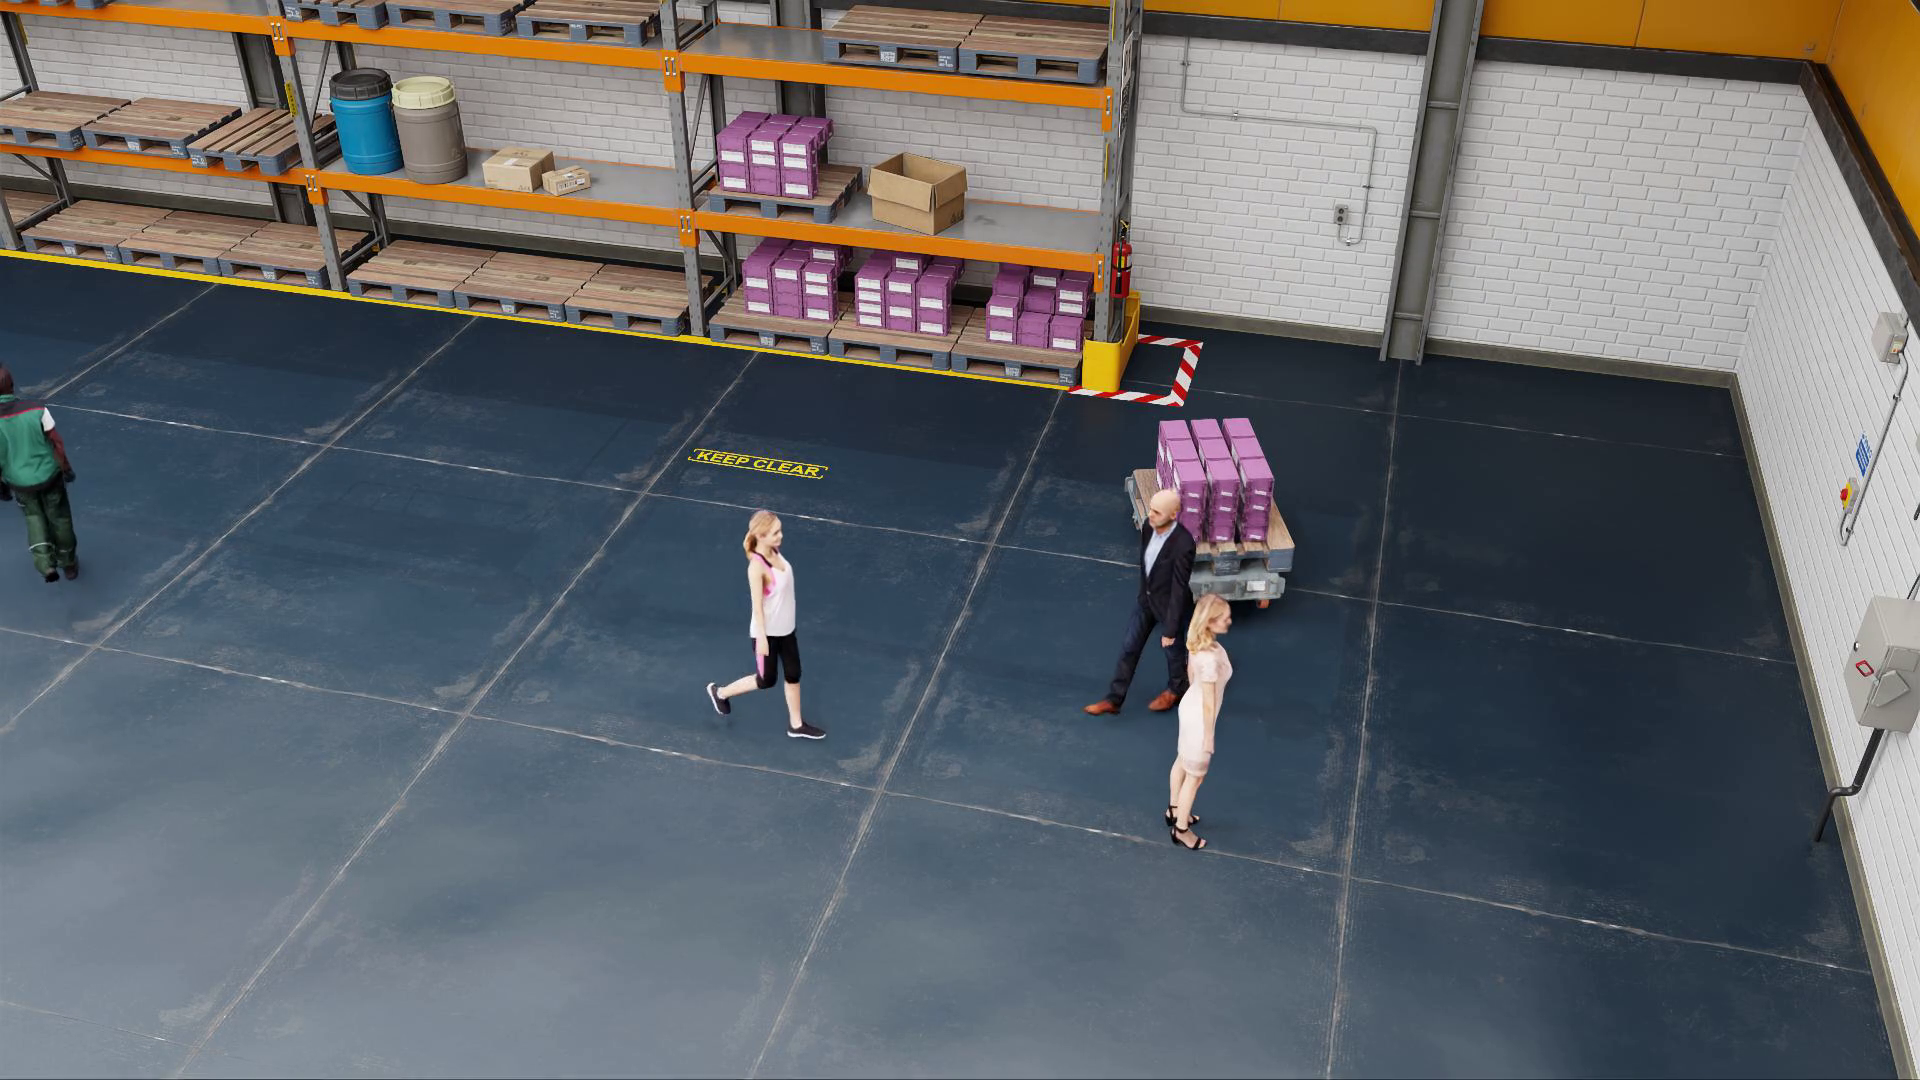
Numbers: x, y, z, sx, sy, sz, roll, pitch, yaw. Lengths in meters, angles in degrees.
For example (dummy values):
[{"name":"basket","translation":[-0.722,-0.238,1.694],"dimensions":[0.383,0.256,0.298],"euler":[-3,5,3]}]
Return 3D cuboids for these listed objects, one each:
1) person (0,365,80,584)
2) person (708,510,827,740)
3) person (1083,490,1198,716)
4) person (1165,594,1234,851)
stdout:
[{"name":"person","translation":[-6.854,-0.431,12.317],"dimensions":[0.936,1.827,0.980],"euler":[-12,36,-18]},{"name":"person","translation":[-1.311,0.571,10.863],"dimensions":[1.021,1.768,0.609],"euler":[8,34,11]},{"name":"person","translation":[1.421,0.409,11.099],"dimensions":[1.137,1.775,1.091],"euler":[-20,38,-27]},{"name":"person","translation":[1.427,1.085,10.034],"dimensions":[0.612,1.829,0.635],"euler":[-2,34,-3]}]
